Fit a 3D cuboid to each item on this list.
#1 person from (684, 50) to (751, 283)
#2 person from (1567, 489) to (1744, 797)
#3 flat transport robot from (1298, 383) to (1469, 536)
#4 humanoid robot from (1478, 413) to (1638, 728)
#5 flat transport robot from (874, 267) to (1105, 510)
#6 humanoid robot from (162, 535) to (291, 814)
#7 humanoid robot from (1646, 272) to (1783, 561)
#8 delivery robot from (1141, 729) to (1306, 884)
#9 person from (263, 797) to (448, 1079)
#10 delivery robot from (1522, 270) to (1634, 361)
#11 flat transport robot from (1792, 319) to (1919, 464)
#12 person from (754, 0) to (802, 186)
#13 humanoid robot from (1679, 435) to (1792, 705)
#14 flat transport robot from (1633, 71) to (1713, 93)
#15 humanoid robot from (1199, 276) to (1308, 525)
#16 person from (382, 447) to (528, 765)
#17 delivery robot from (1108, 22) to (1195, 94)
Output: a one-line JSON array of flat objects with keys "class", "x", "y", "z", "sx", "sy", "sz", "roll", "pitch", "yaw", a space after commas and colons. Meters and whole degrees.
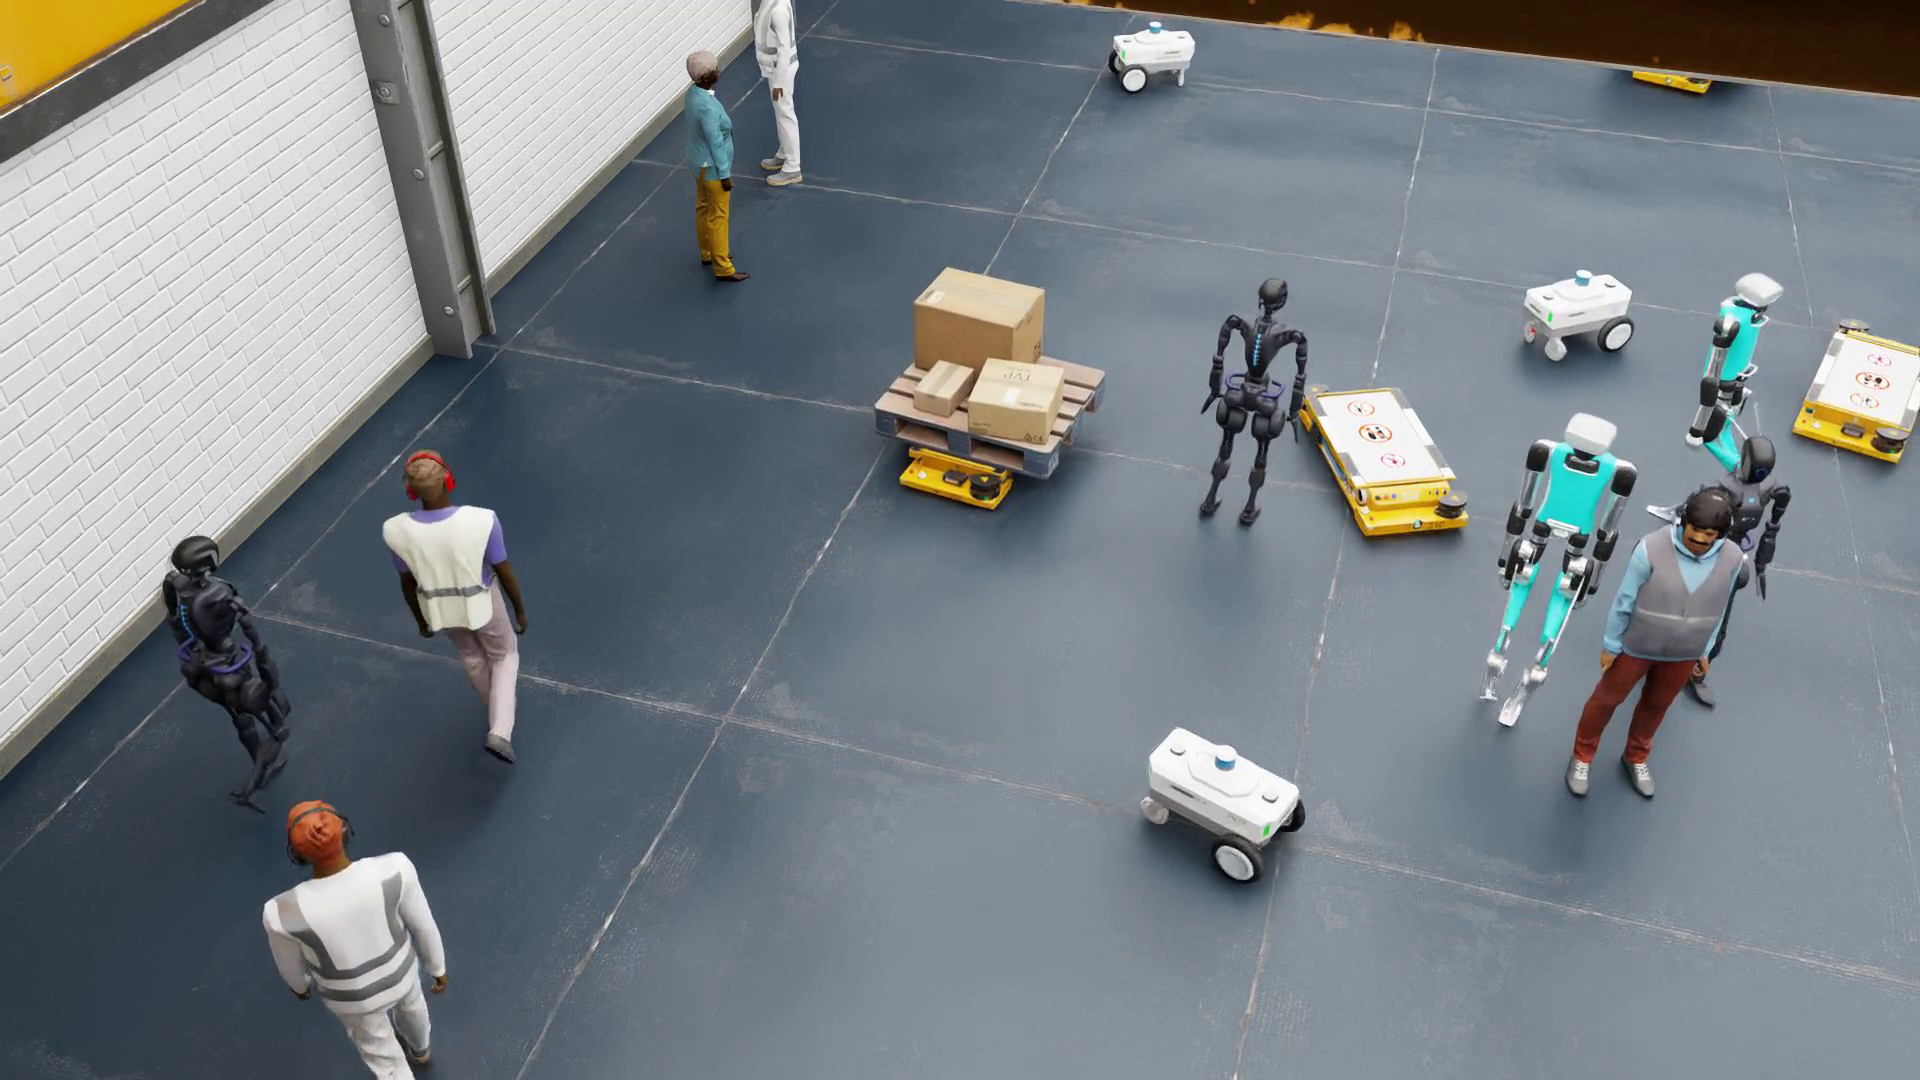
[{"class": "person", "x": -1.813, "y": -2.742, "z": 12.230, "sx": 0.340, "sy": 1.755, "sz": 0.523, "roll": -18, "pitch": 42, "yaw": -21}, {"class": "person", "x": 3.396, "y": 0.496, "z": 8.103, "sx": 0.536, "sy": 1.877, "sz": 0.413, "roll": 2, "pitch": 39, "yaw": 3}, {"class": "flat transport robot", "x": 2.691, "y": -0.552, "z": 10.691, "sx": 0.659, "sy": 0.231, "sz": 1.431, "roll": -5, "pitch": 39, "yaw": -7}, {"class": "humanoid robot", "x": 2.985, "y": 0.266, "z": 8.518, "sx": 0.531, "sy": 1.791, "sz": 0.772, "roll": 17, "pitch": 42, "yaw": 20}, {"class": "flat transport robot", "x": 0.211, "y": -0.728, "z": 10.909, "sx": 0.659, "sy": 0.231, "sz": 1.431, "roll": 16, "pitch": 42, "yaw": 19}, {"class": "humanoid robot", "x": -3.594, "y": 0.662, "z": 8.061, "sx": 0.610, "sy": 1.650, "sz": 0.459, "roll": 16, "pitch": 41, "yaw": 19}, {"class": "humanoid robot", "x": 4.592, "y": -0.647, "z": 9.648, "sx": 0.884, "sy": 1.778, "sz": 0.536, "roll": 30, "pitch": 47, "yaw": 32}, {"class": "delivery robot", "x": 1.310, "y": 1.277, "z": 8.199, "sx": 0.788, "sy": 0.610, "sz": 0.499, "roll": 25, "pitch": 45, "yaw": 28}, {"class": "person", "x": -2.406, "y": 1.673, "z": 6.658, "sx": 0.575, "sy": 1.849, "sz": 0.869, "roll": -24, "pitch": 45, "yaw": -27}, {"class": "delivery robot", "x": 4.389, "y": -1.629, "z": 11.805, "sx": 0.769, "sy": 0.597, "sz": 0.511, "roll": -12, "pitch": 40, "yaw": -15}, {"class": "flat transport robot", "x": 6.162, "y": -1.029, "z": 11.284, "sx": 0.659, "sy": 0.231, "sz": 1.431, "roll": 22, "pitch": 44, "yaw": 25}, {"class": "person", "x": -1.483, "y": -3.799, "z": 13.440, "sx": 0.355, "sy": 1.886, "sz": 0.573, "roll": -7, "pitch": 39, "yaw": -8}, {"class": "humanoid robot", "x": 3.946, "y": 0.157, "z": 8.683, "sx": 0.611, "sy": 1.648, "sz": 0.392, "roll": -2, "pitch": 39, "yaw": -2}, {"class": "flat transport robot", "x": 6.922, "y": -4.621, "z": 15.752, "sx": 0.659, "sy": 0.231, "sz": 1.431, "roll": 23, "pitch": 44, "yaw": 26}, {"class": "humanoid robot", "x": 1.741, "y": -0.812, "z": 9.893, "sx": 0.615, "sy": 1.649, "sz": 0.316, "roll": 15, "pitch": 41, "yaw": 18}, {"class": "person", "x": -2.473, "y": 0.368, "z": 8.309, "sx": 0.601, "sy": 1.810, "sz": 0.605, "roll": -2, "pitch": 39, "yaw": -3}, {"class": "delivery robot", "x": 1.745, "y": -4.459, "z": 15.338, "sx": 0.786, "sy": 0.614, "sz": 0.514, "roll": -6, "pitch": 39, "yaw": -7}]
